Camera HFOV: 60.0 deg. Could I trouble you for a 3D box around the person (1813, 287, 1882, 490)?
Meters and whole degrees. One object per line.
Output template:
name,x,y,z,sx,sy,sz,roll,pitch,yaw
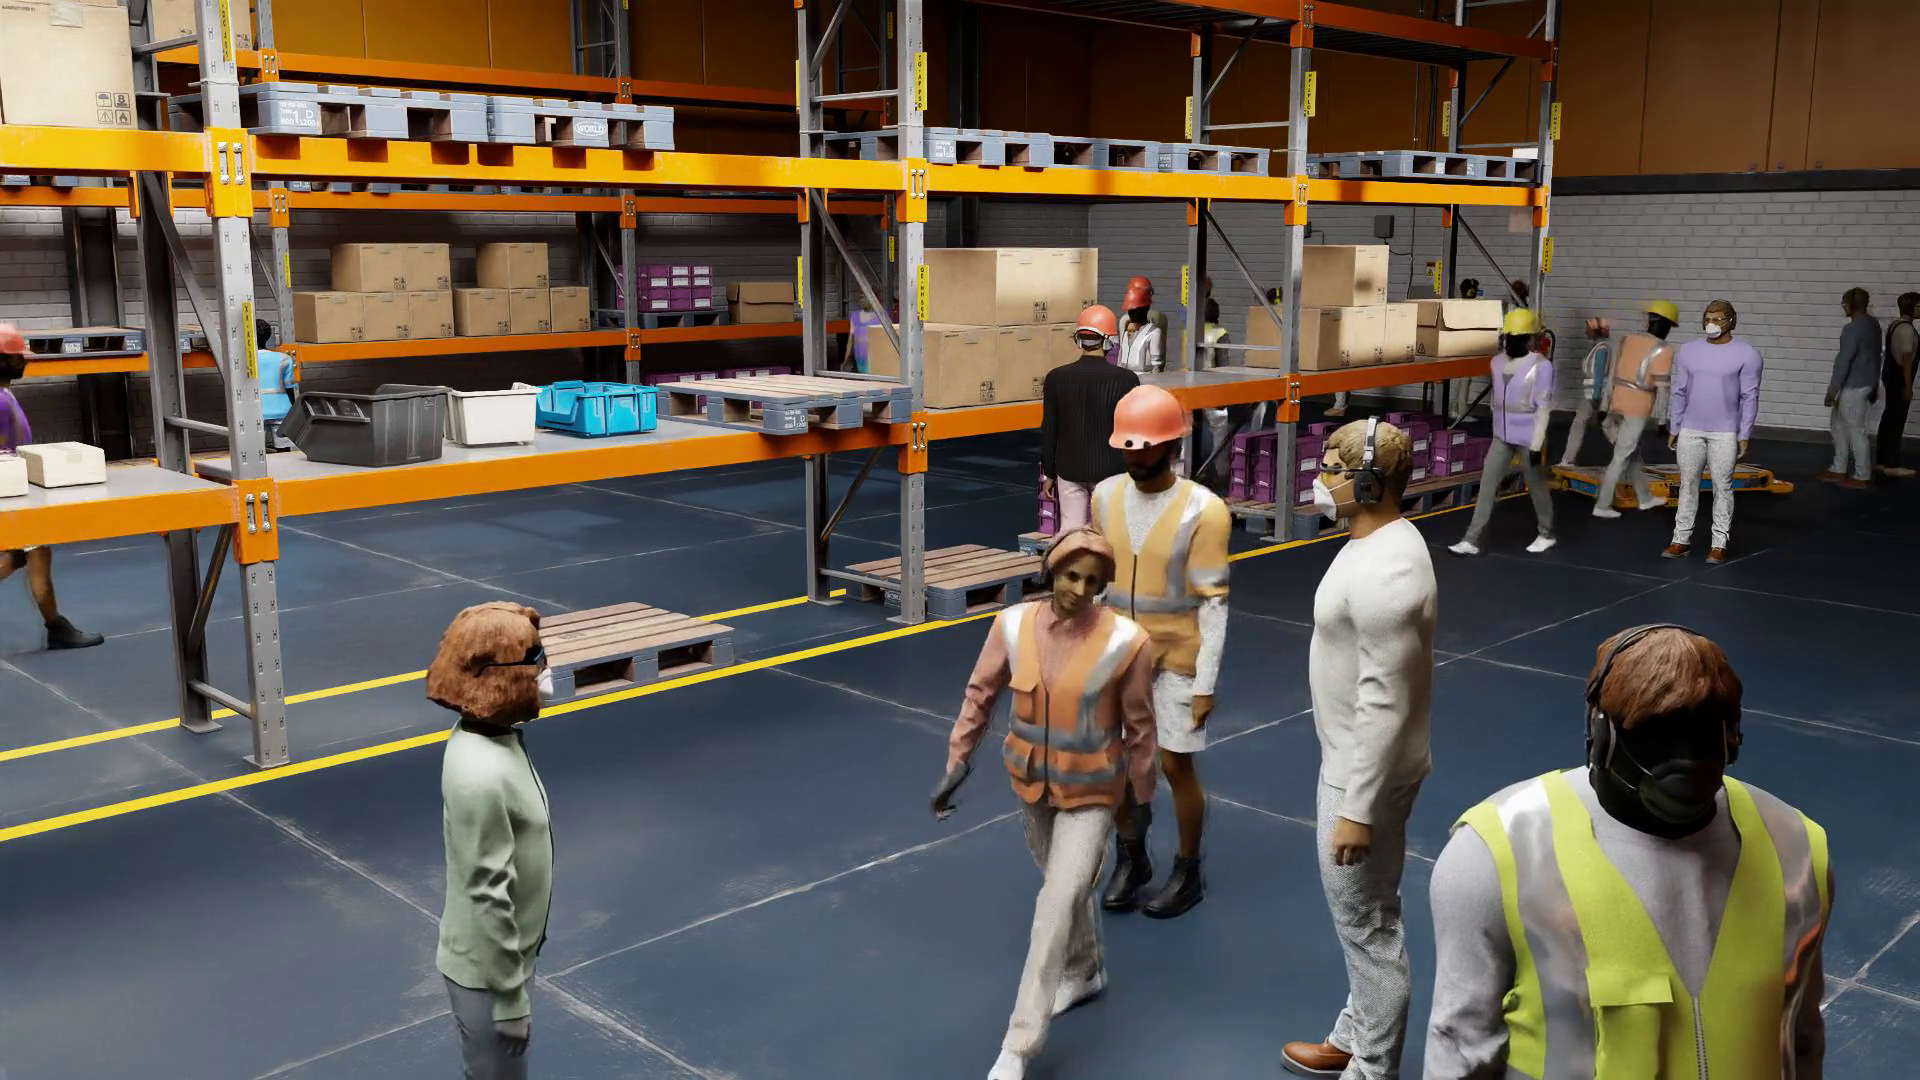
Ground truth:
person,8.449,-1.447,15.874,0.725,1.911,0.657,10,14,43

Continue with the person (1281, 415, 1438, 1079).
person,1.077,0.632,4.475,0.364,1.939,0.636,2,11,12

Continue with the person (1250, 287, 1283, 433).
person,3.458,-1.788,17.915,0.741,1.844,0.565,0,10,-1

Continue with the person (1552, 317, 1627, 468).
person,6.531,-1.474,16.904,0.848,1.597,0.522,2,11,12

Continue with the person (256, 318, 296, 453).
person,-6.017,-1.067,14.420,0.534,1.694,0.321,-7,13,-34

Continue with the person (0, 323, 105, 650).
person,-5.477,-0.284,9.543,0.812,1.915,0.558,-5,12,-27

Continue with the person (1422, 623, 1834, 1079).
person,1.028,1.029,2.575,0.632,1.843,0.429,-1,10,-4

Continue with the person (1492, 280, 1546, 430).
person,6.858,-2.251,20.445,0.620,1.865,0.447,1,10,8

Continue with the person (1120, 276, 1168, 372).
person,1.850,-1.696,17.018,0.611,1.995,0.377,-8,13,-35

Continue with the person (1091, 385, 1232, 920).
person,0.665,0.405,5.798,0.624,1.907,0.538,9,13,39

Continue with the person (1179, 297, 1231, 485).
person,2.423,-1.454,16.219,0.510,1.811,0.640,-9,14,-41

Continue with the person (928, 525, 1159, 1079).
person,0.241,0.742,4.812,0.596,1.585,0.857,7,12,32

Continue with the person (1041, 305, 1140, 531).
person,0.797,-0.403,9.964,0.621,1.992,0.397,3,11,18

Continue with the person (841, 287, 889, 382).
person,-1.060,-2.169,20.142,0.566,1.815,0.937,9,14,42

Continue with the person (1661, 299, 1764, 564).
person,5.530,-0.794,12.257,0.629,1.940,0.373,10,14,42

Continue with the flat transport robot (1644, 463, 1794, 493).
flat transport robot,6.977,-0.578,15.624,1.431,0.197,0.652,-2,11,-8

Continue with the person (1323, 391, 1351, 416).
person,5.077,-2.576,22.238,0.430,1.845,0.624,5,12,27

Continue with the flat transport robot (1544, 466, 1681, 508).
flat transport robot,5.993,-0.502,15.212,0.652,0.197,1.431,-2,11,-8

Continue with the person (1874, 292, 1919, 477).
person,9.454,-1.563,16.702,0.344,1.846,0.507,2,11,12

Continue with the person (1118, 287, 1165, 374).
person,1.644,-1.378,15.447,0.361,1.935,0.544,-8,13,-36

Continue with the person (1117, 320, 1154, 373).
person,1.635,-1.246,15.521,0.308,1.645,0.516,-8,13,-36

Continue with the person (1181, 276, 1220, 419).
person,3.112,-2.524,21.798,0.560,1.906,0.769,-6,12,-29

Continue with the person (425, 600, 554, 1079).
person,-0.999,0.935,3.654,0.281,1.634,0.498,-3,11,-14

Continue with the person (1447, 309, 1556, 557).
person,4.169,-0.796,12.468,1.027,1.867,0.586,-6,12,-31

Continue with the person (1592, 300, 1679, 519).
person,5.816,-1.101,14.146,0.942,1.851,0.657,-3,11,-16

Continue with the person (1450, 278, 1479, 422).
person,6.556,-2.437,21.453,0.452,1.854,0.508,-1,10,-7
